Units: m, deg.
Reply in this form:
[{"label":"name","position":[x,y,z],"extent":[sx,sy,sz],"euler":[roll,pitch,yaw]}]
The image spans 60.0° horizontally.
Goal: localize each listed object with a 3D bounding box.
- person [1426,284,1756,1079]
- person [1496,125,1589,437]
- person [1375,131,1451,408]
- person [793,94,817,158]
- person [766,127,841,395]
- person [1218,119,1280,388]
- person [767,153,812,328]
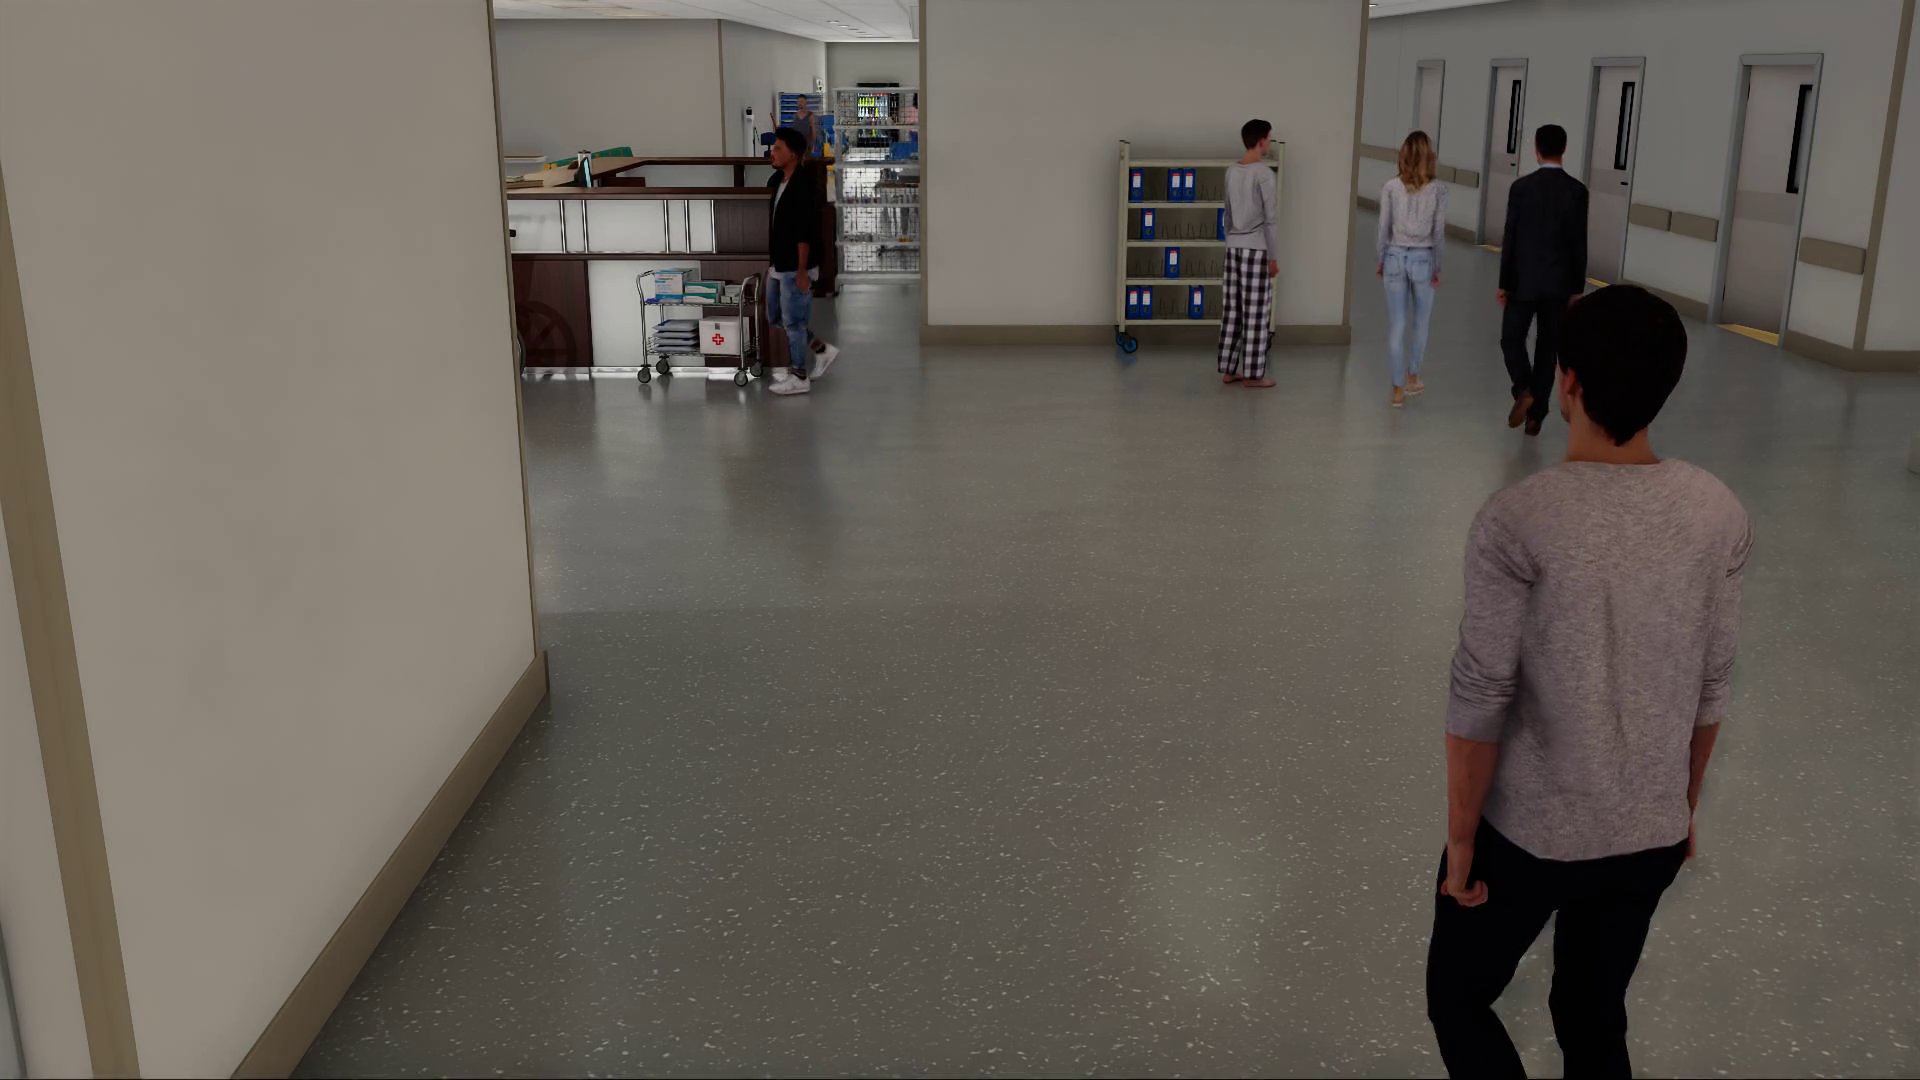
[{"label":"person","position":[1.073,0.509,2.785],"extent":[0.734,1.831,0.762],"euler":[-2,16,-7]},{"label":"person","position":[3.454,-1.511,9.922],"extent":[0.836,1.847,0.815],"euler":[4,16,14]},{"label":"person","position":[2.928,-1.744,10.891],"extent":[0.927,1.769,0.874],"euler":[6,17,20]},{"label":"person","position":[-2.843,-7.309,30.801],"extent":[0.993,1.828,0.921],"euler":[7,17,22]},{"label":"person","position":[-1.057,-1.914,11.440],"extent":[0.916,1.799,0.853],"euler":[-6,17,-22]},{"label":"person","position":[2.030,-2.013,11.702],"extent":[0.735,1.847,0.714],"euler":[-11,19,-33]},{"label":"person","position":[-1.391,-2.475,13.639],"extent":[0.744,1.685,0.718],"euler":[11,19,33]}]
